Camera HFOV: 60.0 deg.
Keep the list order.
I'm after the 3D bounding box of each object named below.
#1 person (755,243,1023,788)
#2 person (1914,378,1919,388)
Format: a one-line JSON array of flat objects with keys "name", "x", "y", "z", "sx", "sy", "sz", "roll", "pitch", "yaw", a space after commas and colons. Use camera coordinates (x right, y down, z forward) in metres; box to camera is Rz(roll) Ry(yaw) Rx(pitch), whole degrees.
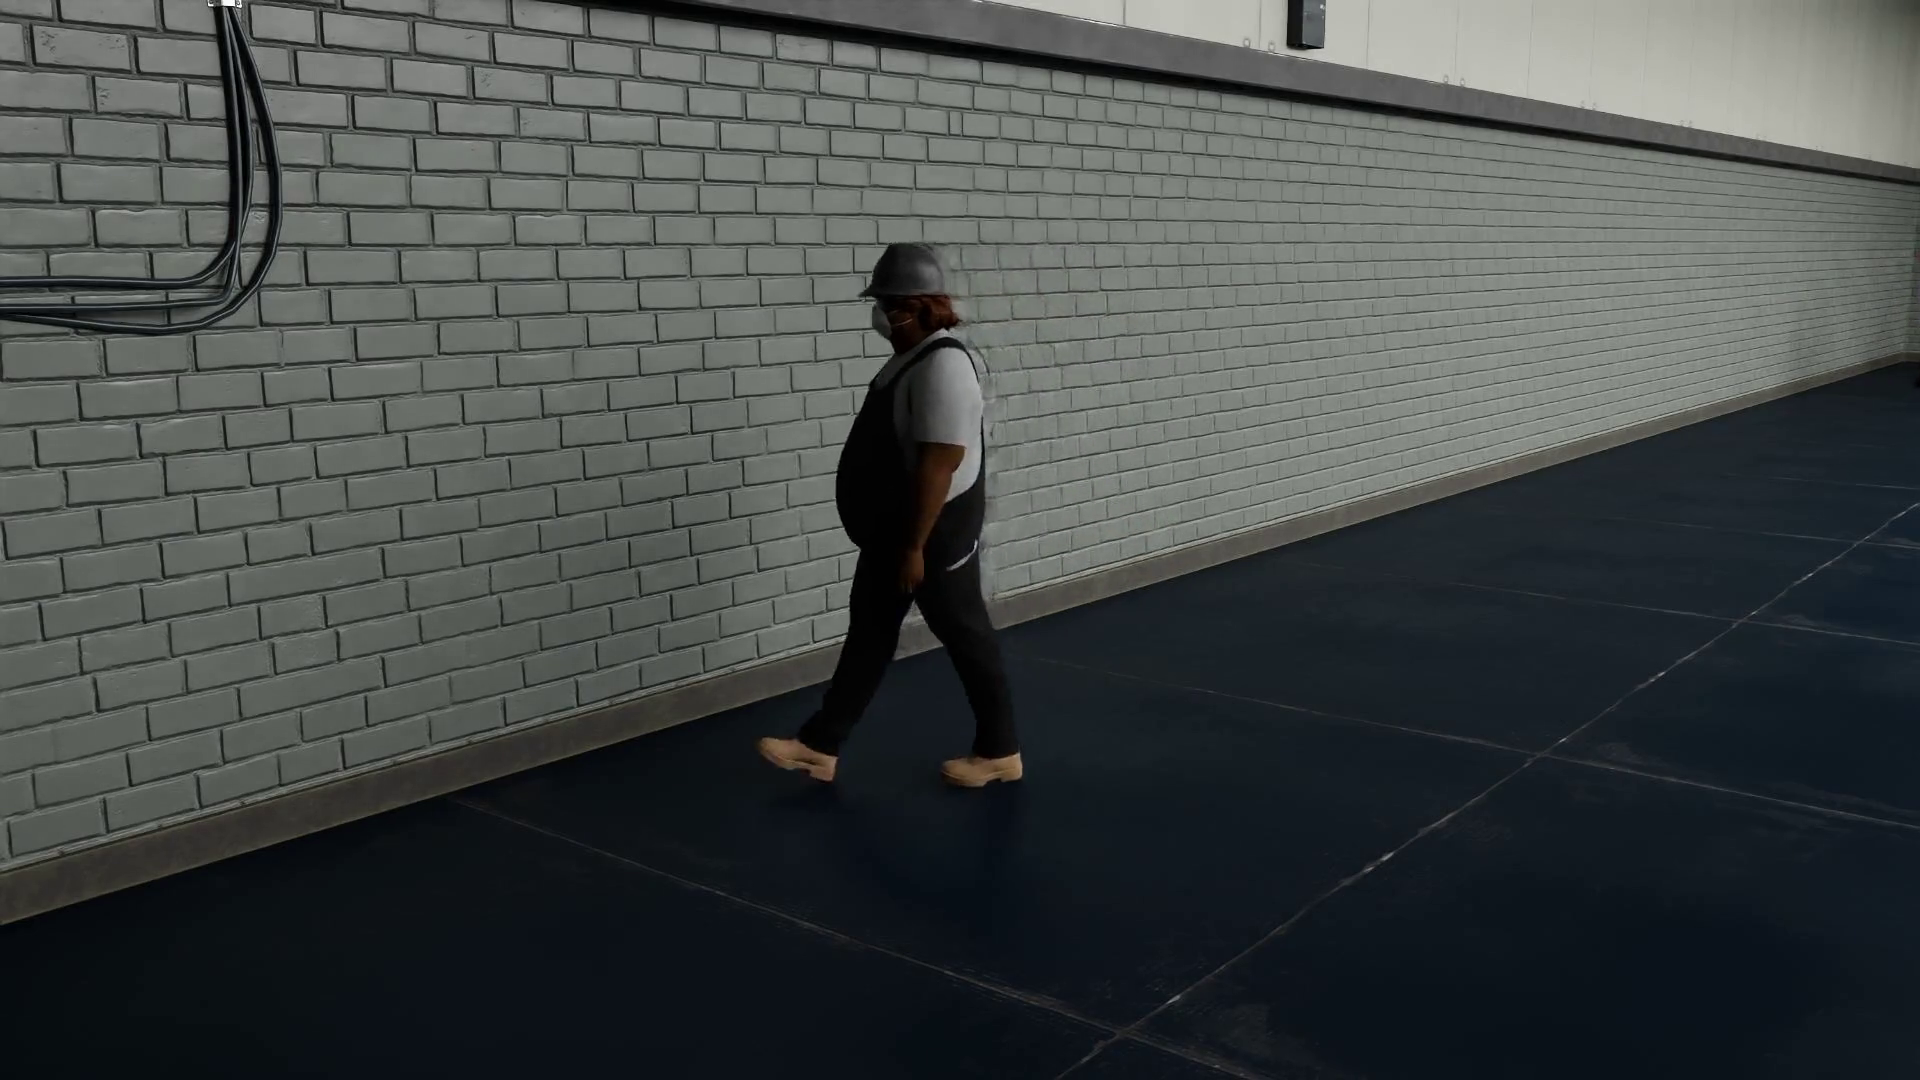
[{"name": "person", "x": -0.223, "y": -0.070, "z": 6.019, "sx": 1.002, "sy": 2.000, "sz": 0.697, "roll": -3, "pitch": 11, "yaw": -15}, {"name": "person", "x": 12.540, "y": -2.697, "z": 20.855, "sx": 0.556, "sy": 1.906, "sz": 0.835, "roll": -7, "pitch": 12, "yaw": -33}]
